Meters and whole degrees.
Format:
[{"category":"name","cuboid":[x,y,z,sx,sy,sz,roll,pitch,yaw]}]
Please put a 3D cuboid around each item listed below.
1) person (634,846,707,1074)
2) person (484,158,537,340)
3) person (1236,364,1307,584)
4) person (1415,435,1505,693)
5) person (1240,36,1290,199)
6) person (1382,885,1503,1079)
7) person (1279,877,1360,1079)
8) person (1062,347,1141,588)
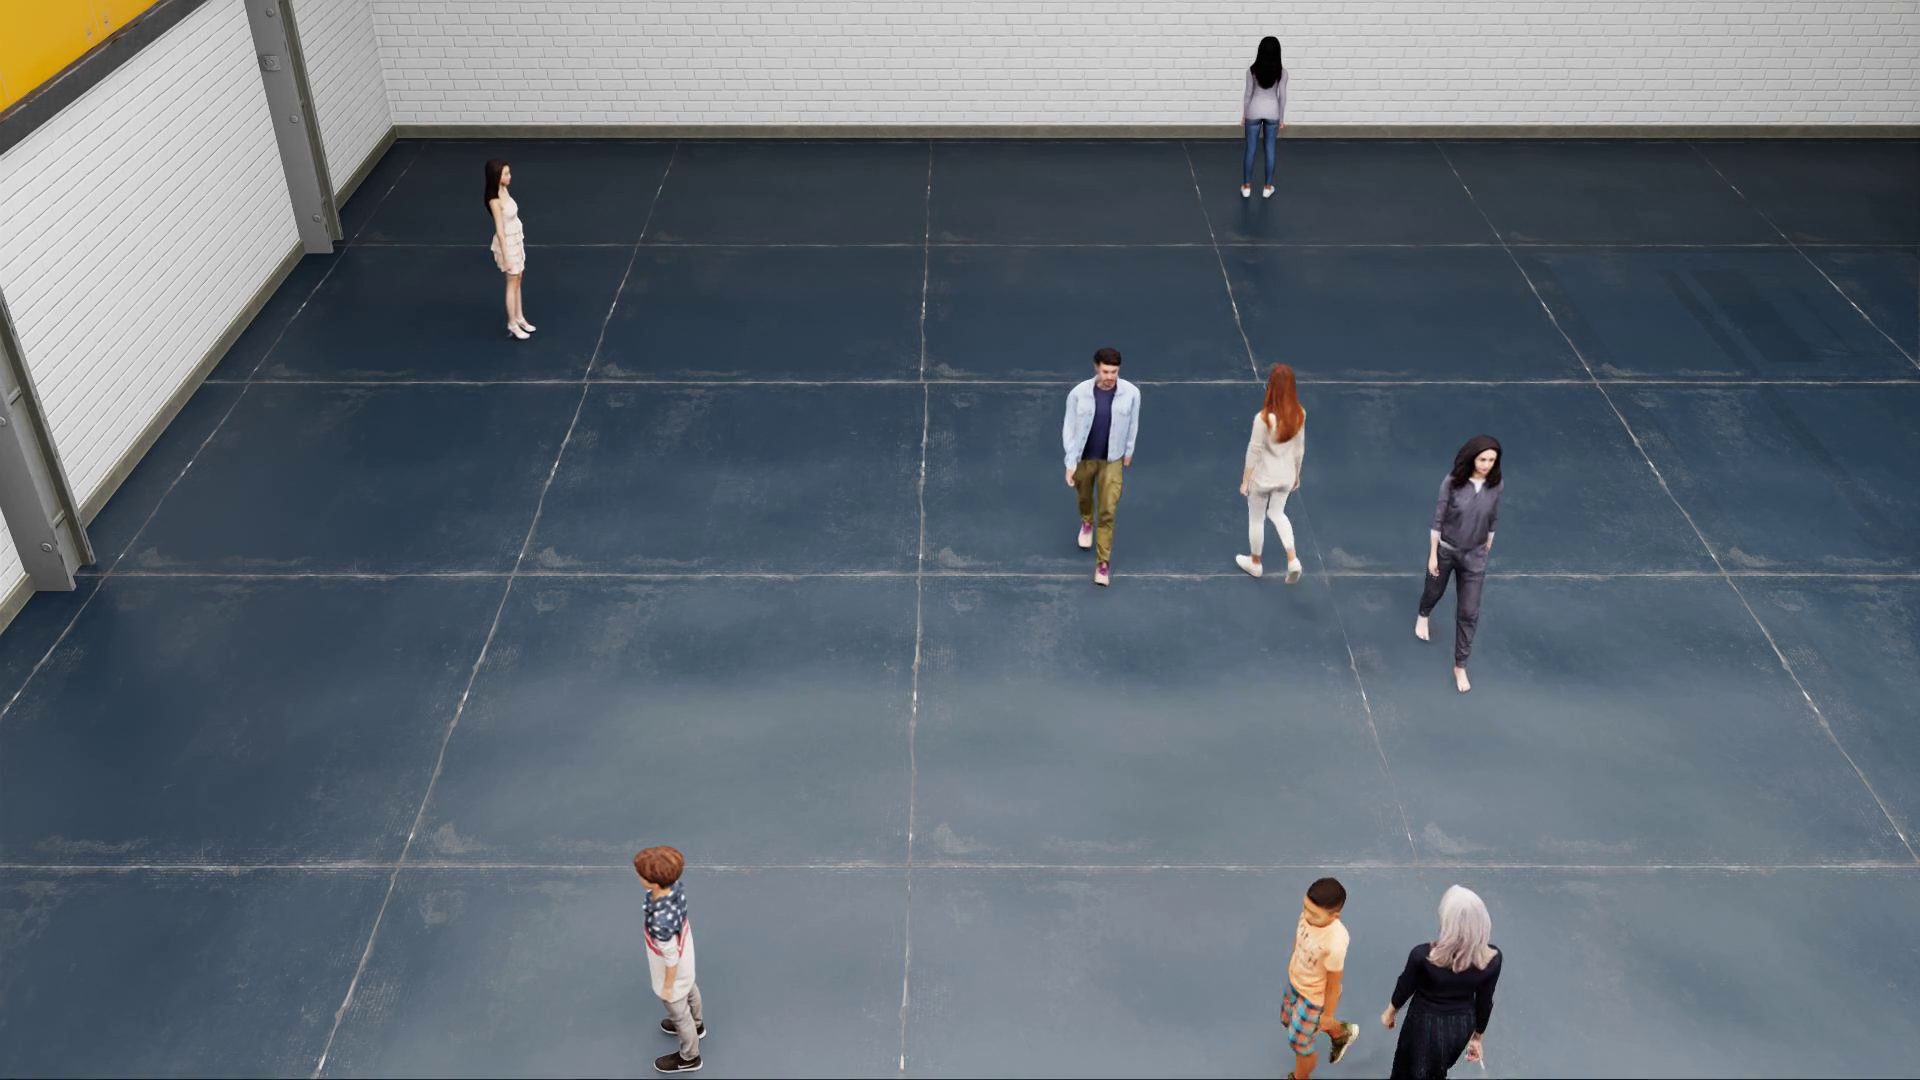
[{"category":"person","cuboid":[-1.425,2.062,8.255,0.579,1.438,0.419,1,34,2]},{"category":"person","cuboid":[-4.101,-2.634,15.050,0.627,1.736,0.444,-1,34,-1]},{"category":"person","cuboid":[2.251,-0.401,11.732,0.814,1.690,0.952,-16,37,-22]},{"category":"person","cuboid":[3.265,0.050,11.019,0.654,1.728,1.046,3,34,4]},{"category":"person","cuboid":[3.266,-4.562,17.952,0.642,1.734,0.571,5,34,7]},{"category":"person","cuboid":[2.193,2.346,7.586,0.652,1.704,1.184,-3,34,-5]},{"category":"person","cuboid":[1.778,2.160,8.101,0.772,1.444,0.792,-11,35,-16]},{"category":"person","cuboid":[0.985,-0.619,12.002,0.760,1.754,1.196,4,34,6]}]
